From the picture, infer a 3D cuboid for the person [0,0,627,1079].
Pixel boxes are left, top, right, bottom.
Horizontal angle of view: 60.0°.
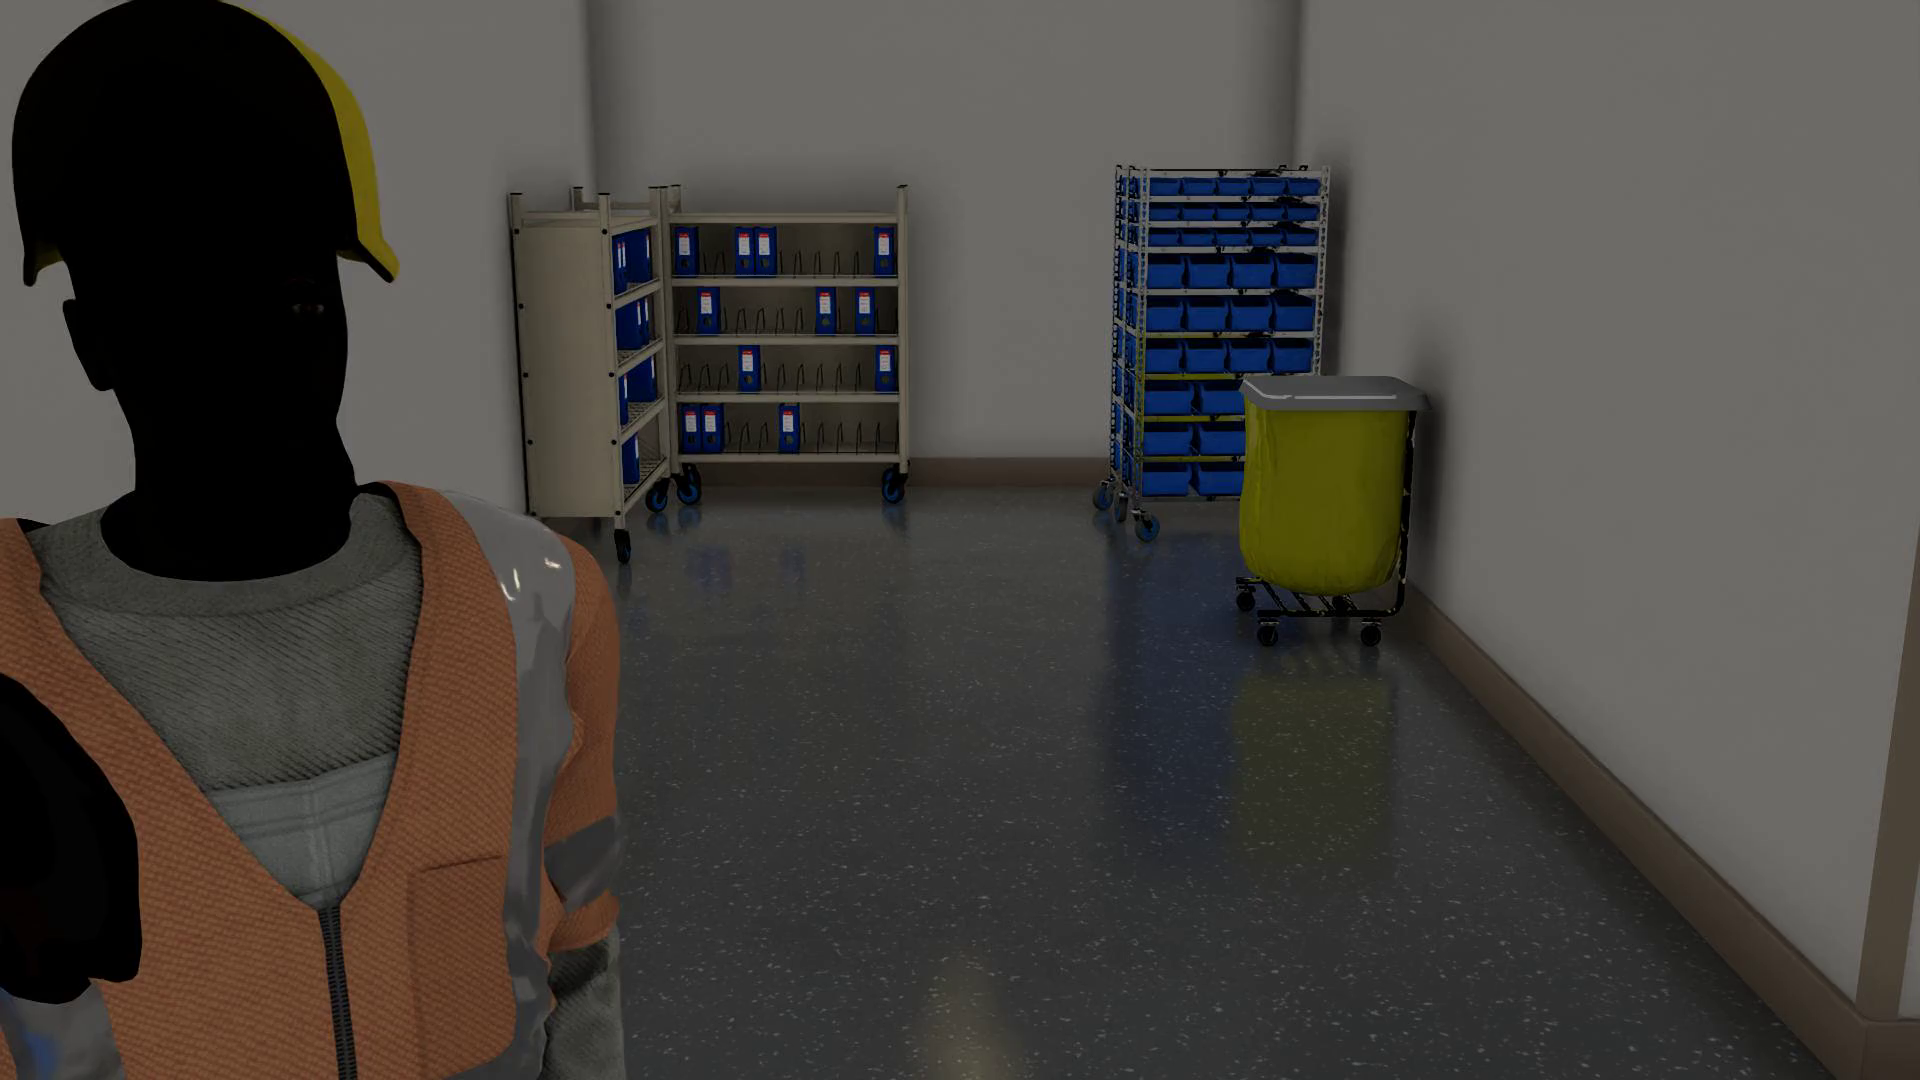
[{"bbox_3d":[-0.483,0.604,1.245,0.585,1.928,0.365,-11,17,-40],"label":"person"}]
